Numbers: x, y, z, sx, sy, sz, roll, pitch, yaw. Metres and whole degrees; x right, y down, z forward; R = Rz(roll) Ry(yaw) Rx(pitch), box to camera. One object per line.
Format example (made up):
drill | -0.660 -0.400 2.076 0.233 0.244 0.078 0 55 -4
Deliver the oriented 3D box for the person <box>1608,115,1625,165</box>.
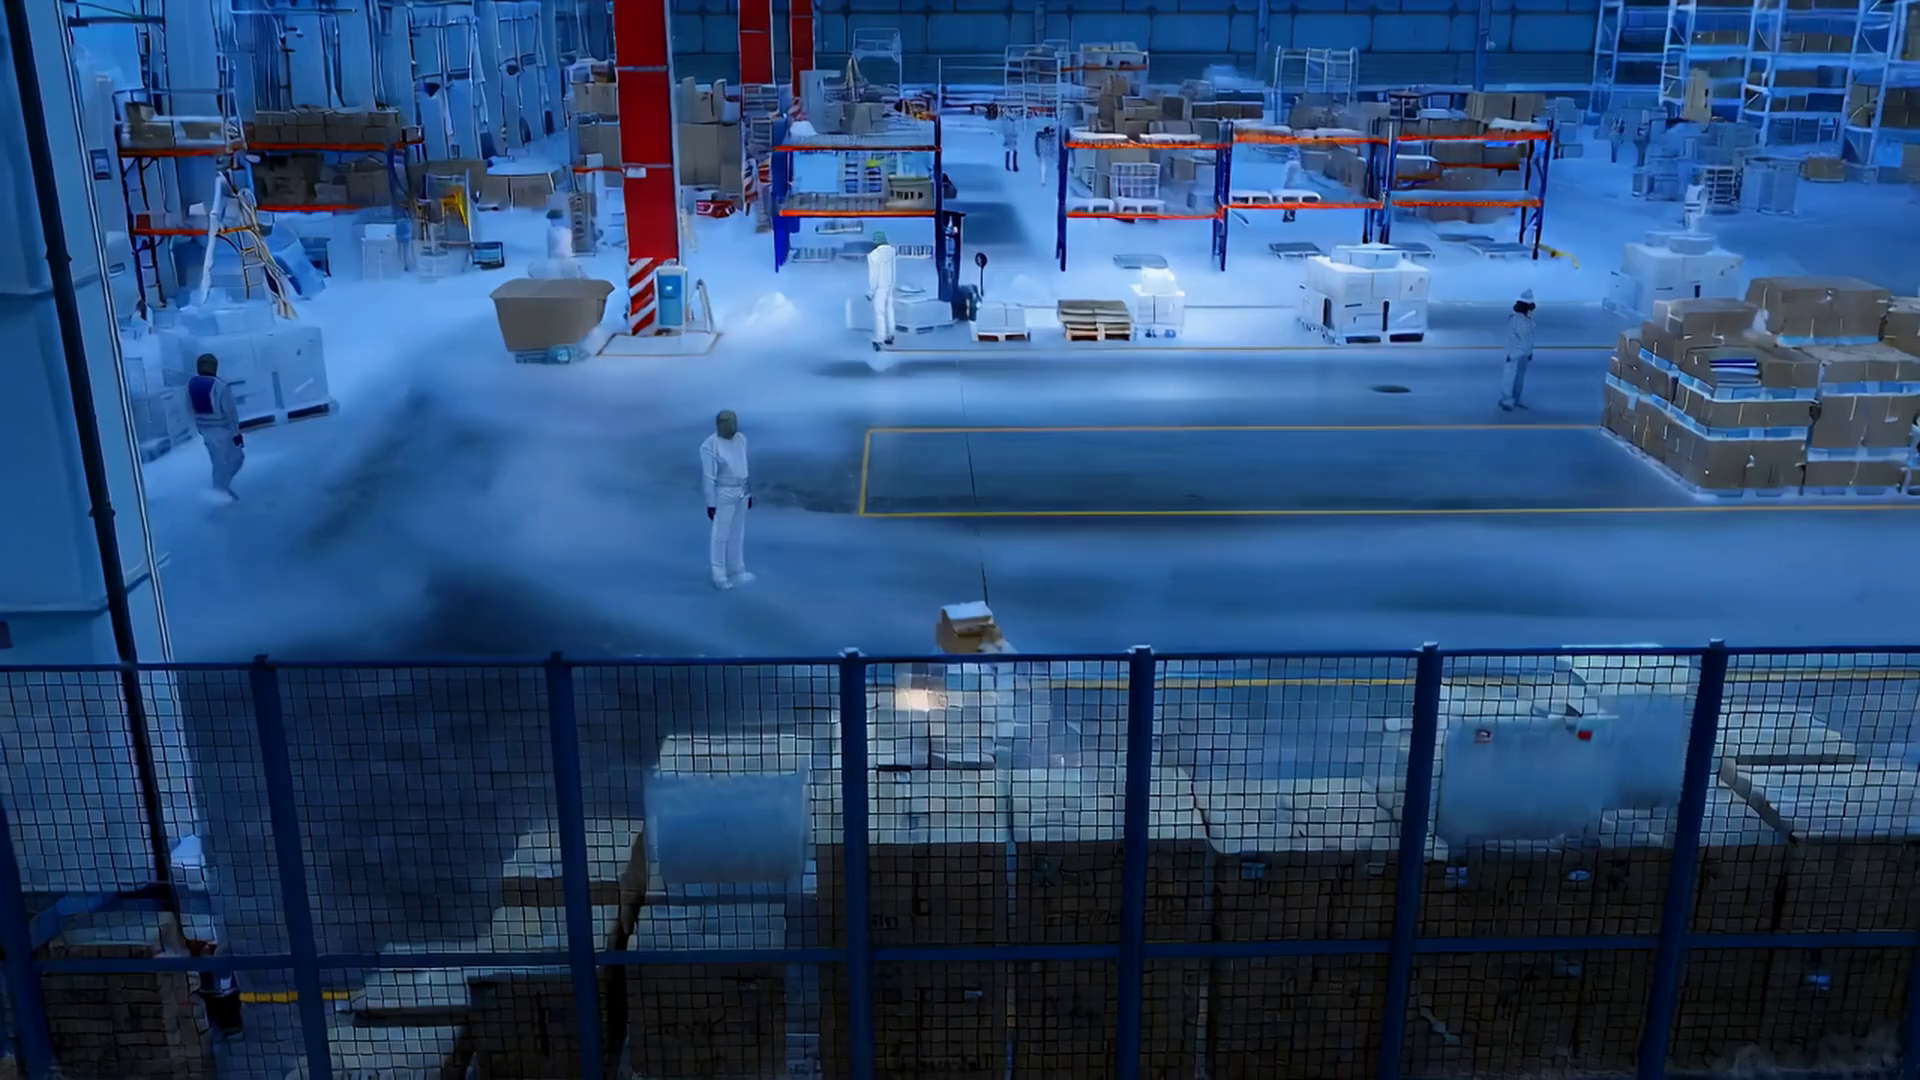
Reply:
person | 21.819 -13.333 55.387 0.540 1.612 0.628 -1 19 -4

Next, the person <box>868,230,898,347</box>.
person | -1.302 -4.201 27.785 0.367 1.940 0.634 15 23 37

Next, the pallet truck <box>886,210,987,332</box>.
pallet truck | -0.493 -4.759 29.349 1.885 1.965 0.823 -13 23 -34

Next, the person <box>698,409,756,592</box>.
person | -2.312 -0.415 16.703 0.429 1.844 0.627 13 22 33

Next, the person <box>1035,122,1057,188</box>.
person | 2.531 -11.434 49.309 0.642 1.903 0.990 -2 19 -7

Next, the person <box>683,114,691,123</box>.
person | -8.939 -13.143 54.682 0.318 1.699 0.535 3 19 8

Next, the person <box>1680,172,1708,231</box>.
person | 16.337 -7.271 37.059 0.979 1.842 0.594 -15 24 -38

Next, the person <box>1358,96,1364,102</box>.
person | 15.298 -16.214 63.895 0.540 1.623 0.433 -3 19 -9

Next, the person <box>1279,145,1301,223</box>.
person | 8.327 -8.975 41.965 0.585 1.928 0.368 -18 25 -42

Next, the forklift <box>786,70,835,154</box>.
forklift | -5.368 -15.171 58.877 1.873 2.768 1.129 -10 21 -28

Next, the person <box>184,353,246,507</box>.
person | -8.589 -1.245 19.188 0.640 1.824 0.488 7 20 19

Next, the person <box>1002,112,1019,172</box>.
person | 1.631 -12.757 53.264 0.557 1.873 1.029 -5 19 -15

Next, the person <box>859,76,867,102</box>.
person | -4.193 -19.118 72.064 0.375 1.932 0.623 2 19 6

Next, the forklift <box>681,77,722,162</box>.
forklift | -8.926 -13.867 55.007 1.873 2.768 1.129 -1 19 -1

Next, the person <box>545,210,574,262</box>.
person | -7.385 -5.167 30.750 0.557 1.896 1.014 10 21 28

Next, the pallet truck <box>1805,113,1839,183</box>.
pallet truck | 26.403 -11.957 50.702 0.823 1.965 1.885 6 19 16

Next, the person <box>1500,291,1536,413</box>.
person | 7.935 -2.669 23.559 0.480 1.734 0.328 -11 22 -30

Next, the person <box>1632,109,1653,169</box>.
person | 22.164 -13.003 53.944 0.397 1.911 0.587 -8 20 -23

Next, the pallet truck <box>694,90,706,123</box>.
pallet truck | -9.671 -15.907 62.421 0.823 1.965 1.885 5 19 15

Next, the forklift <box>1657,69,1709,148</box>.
forklift | 26.236 -15.387 59.519 1.873 2.768 1.129 -1 19 -1
